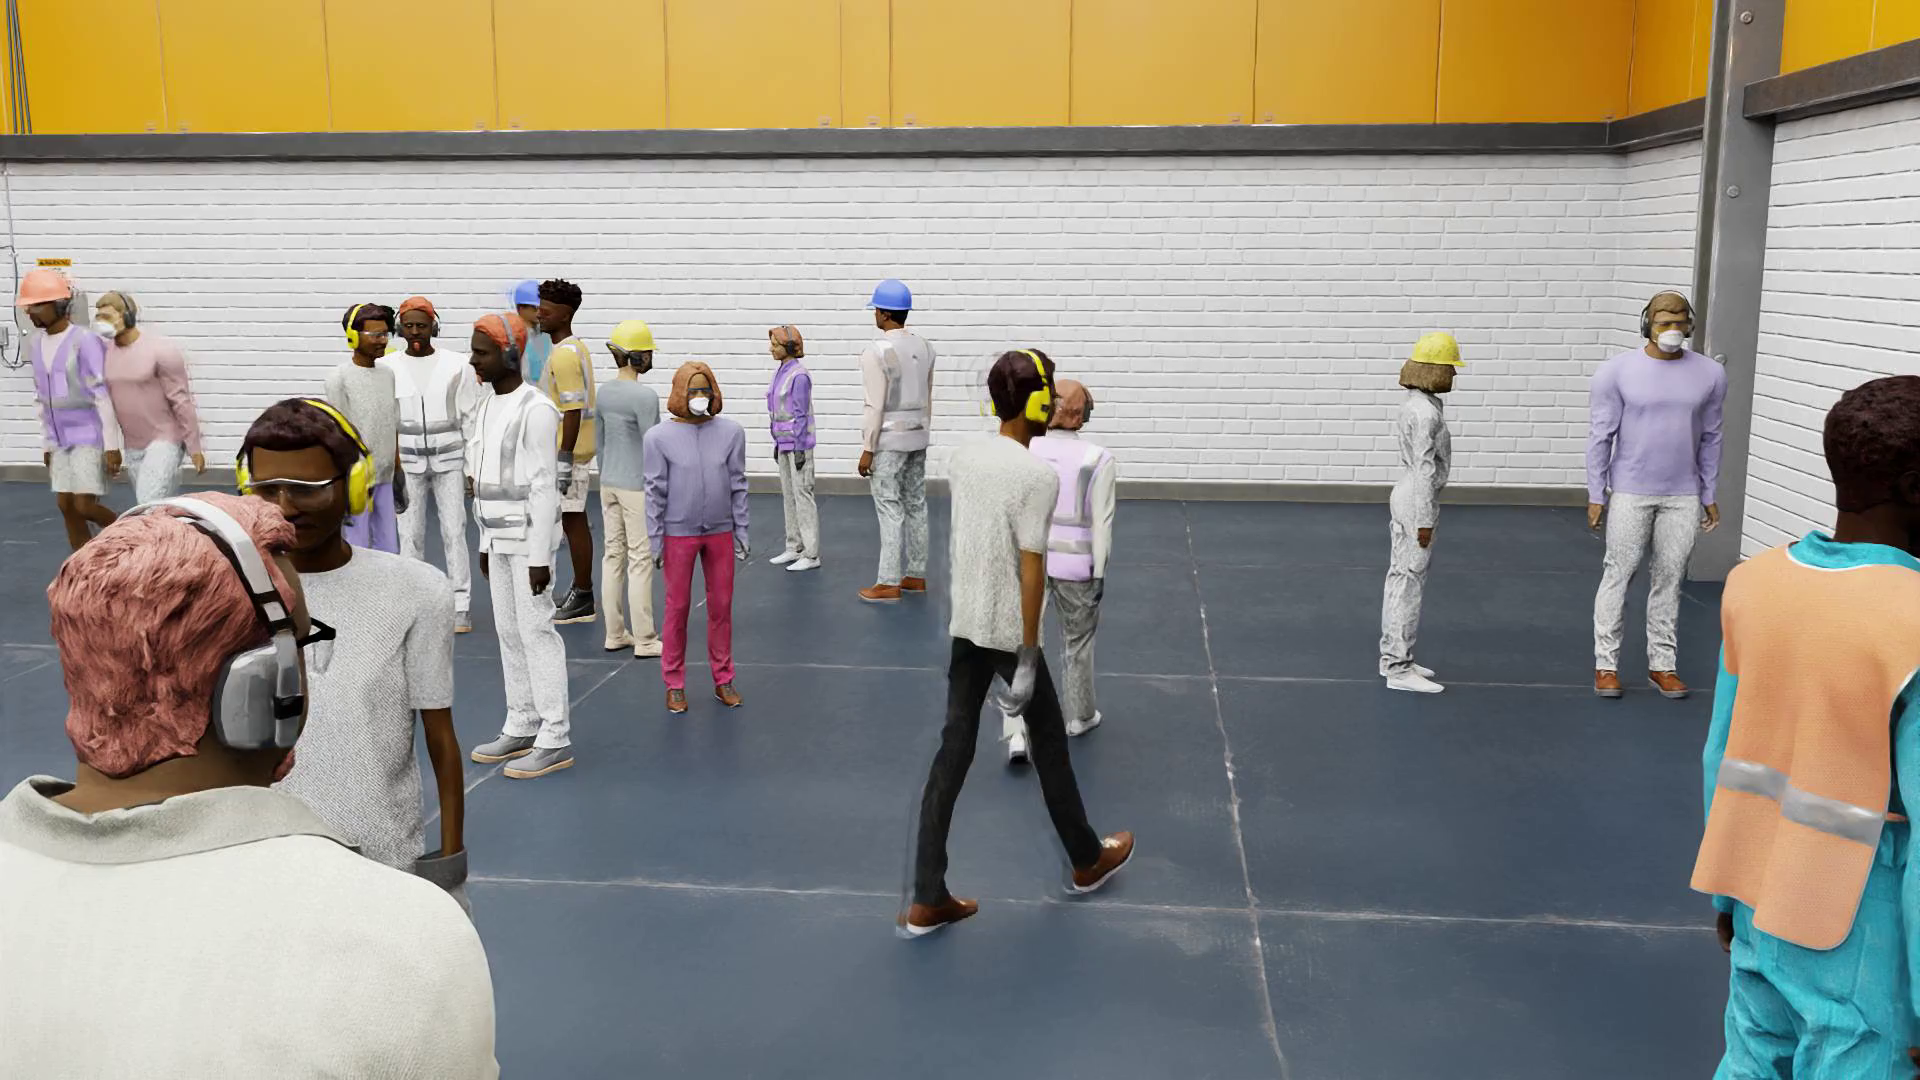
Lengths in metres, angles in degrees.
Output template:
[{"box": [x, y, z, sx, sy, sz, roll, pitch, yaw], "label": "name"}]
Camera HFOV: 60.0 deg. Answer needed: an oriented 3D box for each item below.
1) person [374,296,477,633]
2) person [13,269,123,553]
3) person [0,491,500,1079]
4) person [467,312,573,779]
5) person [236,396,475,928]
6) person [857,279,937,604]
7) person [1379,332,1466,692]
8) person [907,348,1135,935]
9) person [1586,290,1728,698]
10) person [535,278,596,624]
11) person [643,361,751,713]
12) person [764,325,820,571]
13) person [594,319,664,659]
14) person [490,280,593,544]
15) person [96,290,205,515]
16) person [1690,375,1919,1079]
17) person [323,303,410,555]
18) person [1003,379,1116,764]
[{"box": [-2.946, -0.401, 9.194, 0.568, 1.879, 0.349, -3, 10, -14], "label": "person"}, {"box": [-5.295, -0.616, 10.021, 0.663, 2.016, 0.622, 4, 11, 24], "label": "person"}, {"box": [-0.696, 0.900, 1.642, 0.655, 1.906, 0.407, 2, 10, 10], "label": "person"}, {"box": [-1.803, 0.022, 6.768, 0.356, 1.879, 0.577, -8, 13, -38], "label": "person"}, {"box": [-1.200, 0.650, 3.210, 0.512, 1.862, 0.326, -1, 10, -3], "label": "person"}, {"box": [-0.387, -0.590, 10.045, 0.383, 1.951, 0.605, 7, 12, 35], "label": "person"}, {"box": [2.247, -0.135, 8.060, 0.324, 1.736, 0.480, 1, 10, 6], "label": "person"}, {"box": [0.169, 0.307, 5.320, 0.521, 1.816, 0.948, 10, 14, 44], "label": "person"}, {"box": [3.292, -0.208, 7.898, 0.637, 1.937, 0.357, 0, 10, 2], "label": "person"}, {"box": [-2.256, -0.507, 9.522, 0.361, 1.965, 0.613, -2, 10, -10], "label": "person"}, {"box": [-1.210, -0.014, 7.686, 0.493, 1.624, 0.280, -6, 11, -29], "label": "person"}, {"box": [-1.117, -0.612, 11.100, 0.318, 1.630, 0.514, -5, 11, -25], "label": "person"}, {"box": [-1.708, -0.266, 8.719, 0.526, 1.769, 0.329, 10, 14, 44], "label": "person"}, {"box": [-3.019, -0.919, 12.061, 0.984, 1.899, 0.614, 4, 11, 22], "label": "person"}, {"box": [-4.903, -0.538, 9.961, 0.633, 1.884, 0.863, 4, 11, 20], "label": "person"}, {"box": [1.516, 0.672, 2.912, 0.399, 1.920, 0.590, -2, 10, -9], "label": "person"}, {"box": [-3.039, -0.286, 8.574, 0.323, 1.861, 0.522, 3, 10, 19], "label": "person"}, {"box": [0.389, 0.122, 6.984, 0.519, 1.596, 0.868, 4, 11, 21], "label": "person"}]
